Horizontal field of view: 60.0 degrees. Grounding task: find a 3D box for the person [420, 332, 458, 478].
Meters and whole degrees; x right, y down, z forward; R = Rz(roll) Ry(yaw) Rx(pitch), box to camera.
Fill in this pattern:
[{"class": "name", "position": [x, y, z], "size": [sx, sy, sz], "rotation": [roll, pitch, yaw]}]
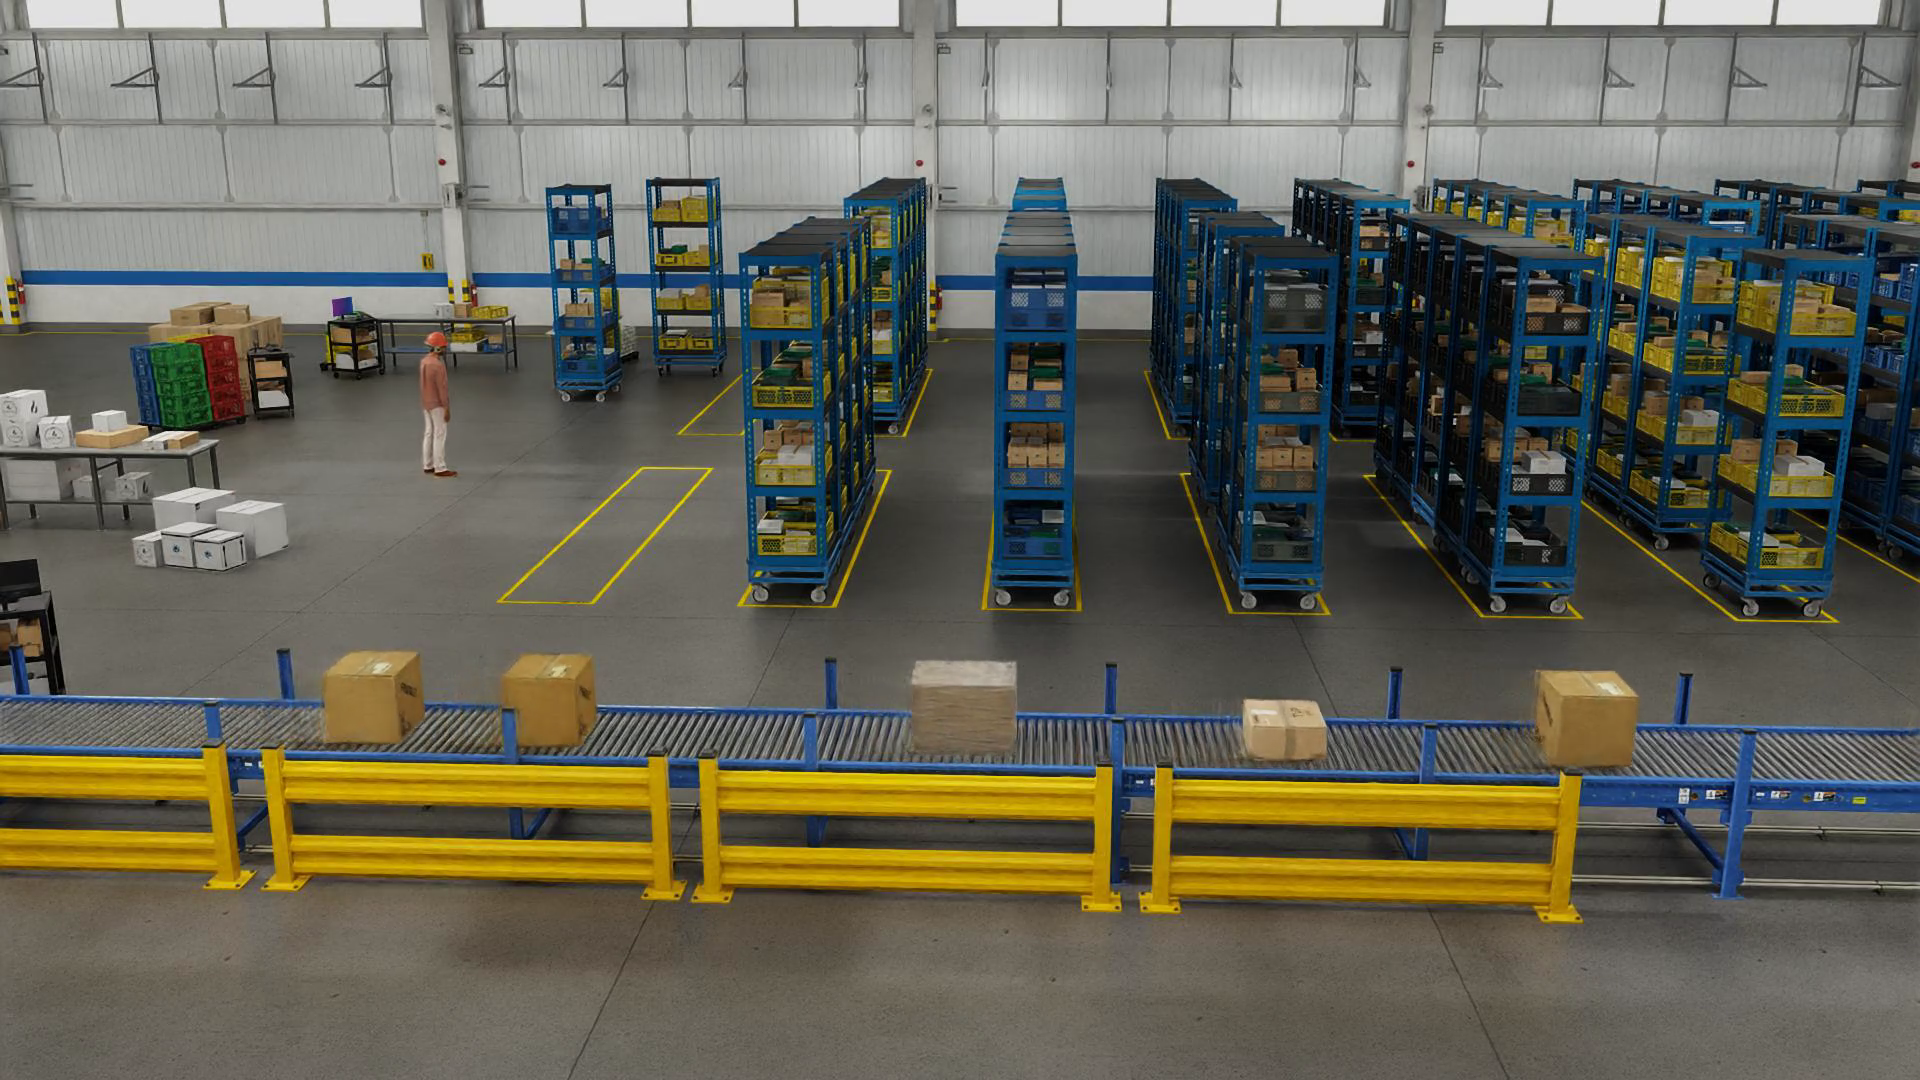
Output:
[{"class": "person", "position": [-7.085, -1.834, 22.612], "size": [0.436, 1.981, 0.633], "rotation": [-14, 20, -41]}]
